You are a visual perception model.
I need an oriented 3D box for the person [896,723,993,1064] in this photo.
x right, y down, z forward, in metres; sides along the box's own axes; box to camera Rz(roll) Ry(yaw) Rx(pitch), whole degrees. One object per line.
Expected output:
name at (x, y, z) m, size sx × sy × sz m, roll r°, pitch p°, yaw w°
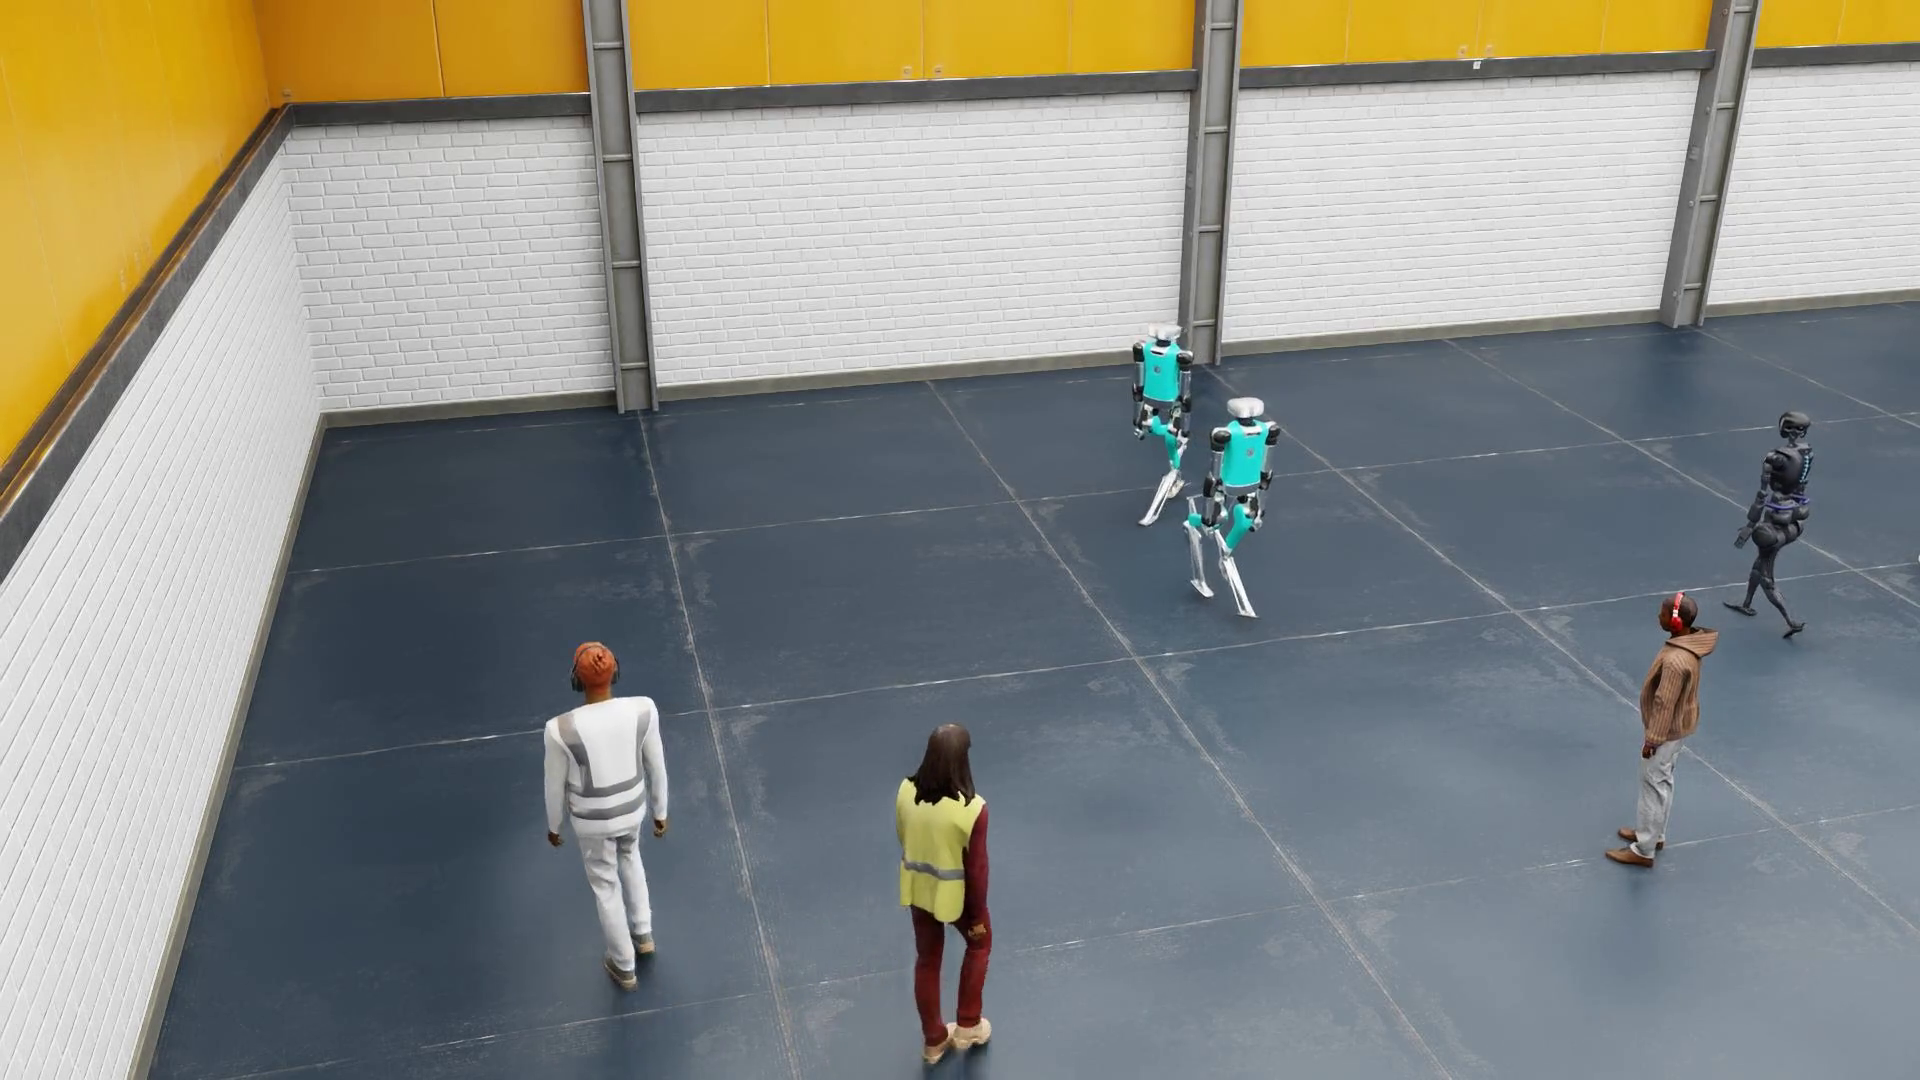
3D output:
person at (-0.054, 1.648, 7.774) m, size 0.473 × 1.753 × 0.499 m, roll 11°, pitch 26°, yaw 24°

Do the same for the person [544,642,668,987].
person at (-1.775, 1.358, 8.298) m, size 0.577 × 1.867 × 0.523 m, roll -16°, pitch 28°, yaw -32°

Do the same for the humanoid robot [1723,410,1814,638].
humanoid robot at (5.921, -0.116, 11.939) m, size 0.588 × 1.655 × 0.720 m, roll -14°, pitch 27°, yaw -29°

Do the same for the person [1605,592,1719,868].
person at (3.922, 1.054, 9.259) m, size 0.336 × 1.642 × 0.474 m, roll 14°, pitch 27°, yaw 29°

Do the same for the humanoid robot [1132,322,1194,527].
humanoid robot at (1.815, -1.035, 13.959) m, size 0.530 × 1.773 × 0.984 m, roll 15°, pitch 28°, yaw 30°

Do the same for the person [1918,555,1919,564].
person at (7.812, -0.583, 12.834) m, size 0.521 × 1.762 × 0.318 m, roll 0°, pitch 24°, yaw 1°

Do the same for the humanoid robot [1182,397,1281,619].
humanoid robot at (1.912, -0.268, 12.174) m, size 0.535 × 1.750 × 1.010 m, roll -9°, pitch 25°, yaw -19°
